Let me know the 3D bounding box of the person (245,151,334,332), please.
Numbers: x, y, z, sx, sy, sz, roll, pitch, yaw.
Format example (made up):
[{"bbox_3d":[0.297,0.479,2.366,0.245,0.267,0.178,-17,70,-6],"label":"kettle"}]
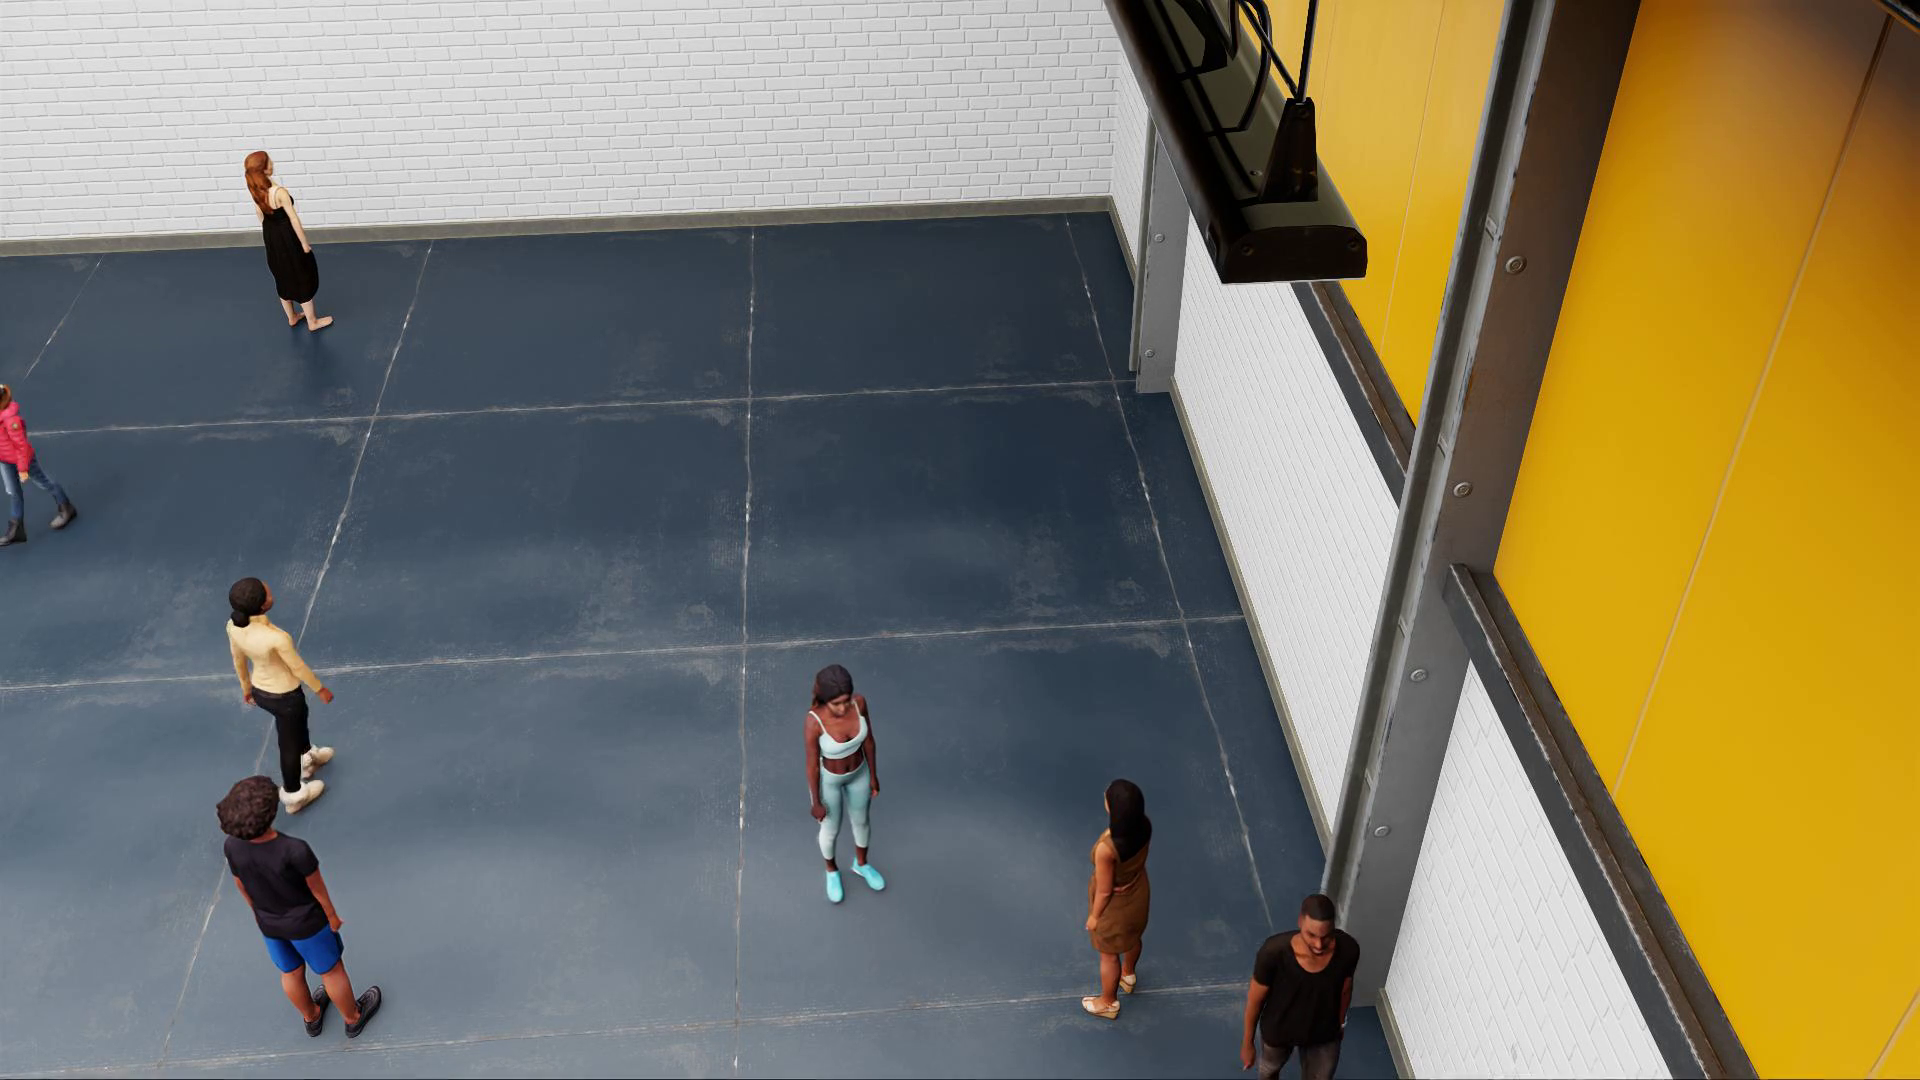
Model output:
[{"bbox_3d":[-5.686,-2.516,13.963,0.678,1.625,0.712,16,41,19],"label":"person"}]

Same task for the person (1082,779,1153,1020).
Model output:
[{"bbox_3d":[0.808,1.831,8.468,0.698,1.690,0.630,25,45,28],"label":"person"}]

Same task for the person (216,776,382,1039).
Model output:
[{"bbox_3d":[-3.348,1.871,8.331,0.634,1.799,0.620,4,39,5],"label":"person"}]

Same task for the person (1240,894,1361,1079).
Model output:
[{"bbox_3d":[1.592,2.218,7.904,0.696,1.789,0.729,0,39,0],"label":"person"}]

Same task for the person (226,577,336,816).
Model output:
[{"bbox_3d":[-4.003,0.942,9.619,0.798,1.643,0.871,21,43,24],"label":"person"}]

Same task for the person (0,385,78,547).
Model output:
[{"bbox_3d":[-6.642,-0.609,11.842,0.767,1.292,0.918,15,41,18],"label":"person"}]

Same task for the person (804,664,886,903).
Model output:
[{"bbox_3d":[-0.651,1.308,9.096,0.654,1.722,0.669,-21,43,-24],"label":"person"}]
